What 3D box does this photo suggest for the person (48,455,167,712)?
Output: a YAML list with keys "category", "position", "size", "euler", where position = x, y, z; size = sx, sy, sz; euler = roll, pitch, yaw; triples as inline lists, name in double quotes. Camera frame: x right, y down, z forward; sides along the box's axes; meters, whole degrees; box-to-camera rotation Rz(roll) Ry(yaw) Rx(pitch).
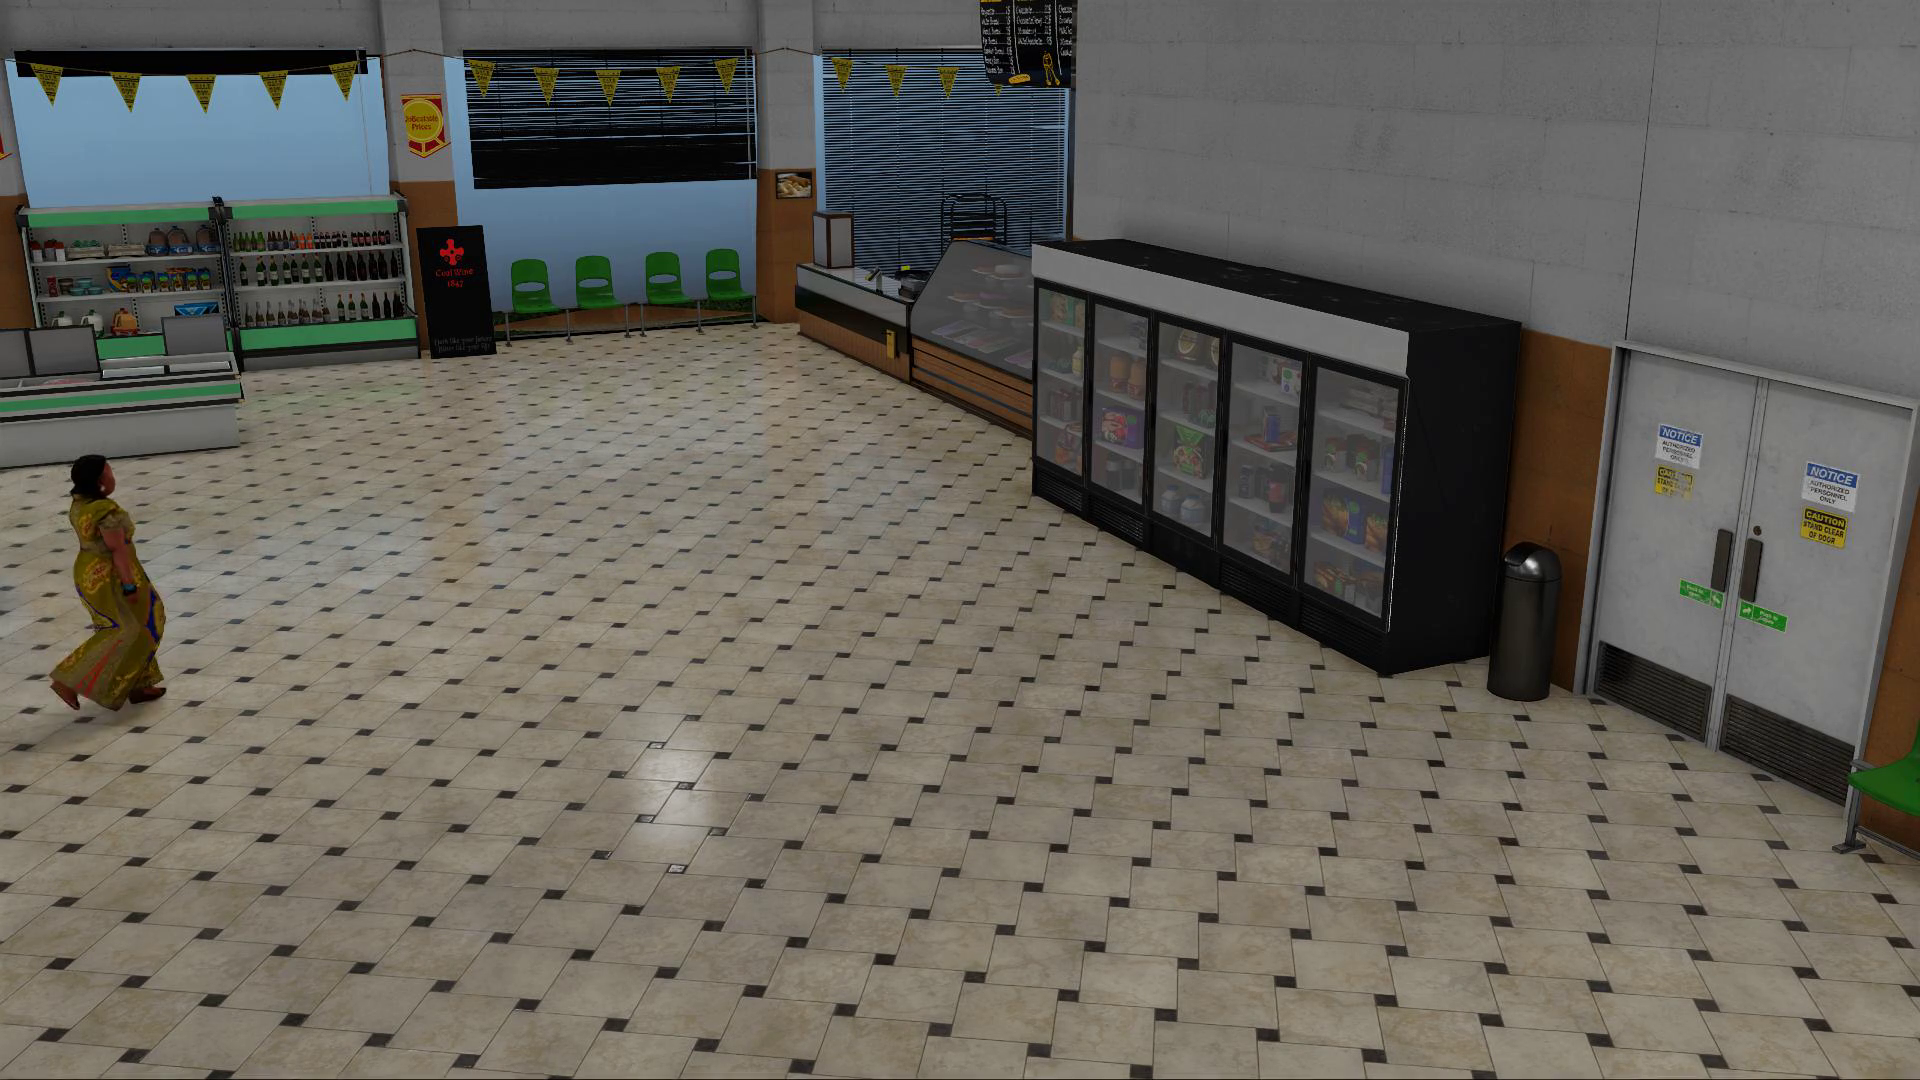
- category: "person"
  position: [-5.277, 0.308, 10.186]
  size: [0.923, 1.638, 1.076]
  euler: [15, 22, 41]
